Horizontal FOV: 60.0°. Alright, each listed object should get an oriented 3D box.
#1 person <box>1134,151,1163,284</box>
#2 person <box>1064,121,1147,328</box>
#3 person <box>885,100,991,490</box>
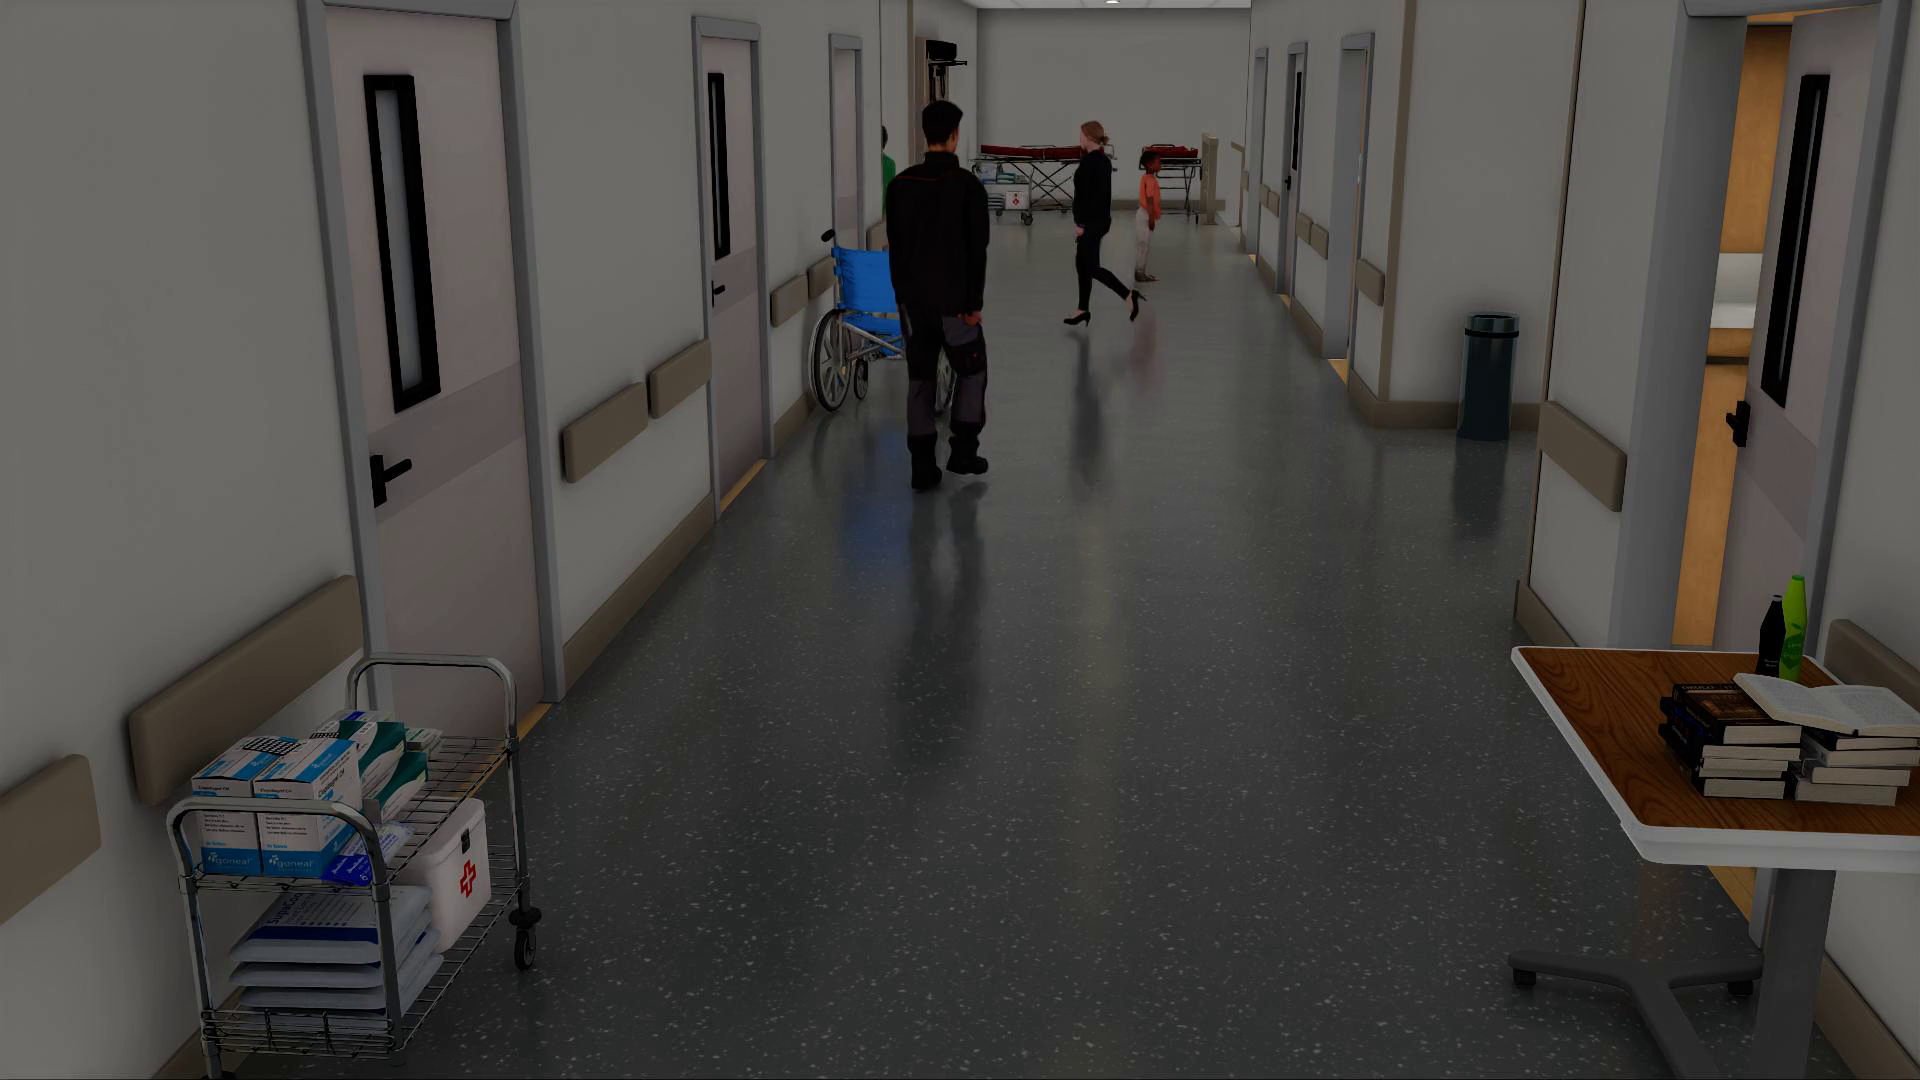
[{"bbox_3d":[1.880,-3.266,16.796,0.538,1.308,0.411,0,16,1],"label":"person"},{"bbox_3d":[1.154,-2.530,13.531,0.874,1.665,0.986,7,17,24],"label":"person"},{"bbox_3d":[-0.151,-1.197,8.318,0.774,1.927,0.802,4,16,15],"label":"person"}]
